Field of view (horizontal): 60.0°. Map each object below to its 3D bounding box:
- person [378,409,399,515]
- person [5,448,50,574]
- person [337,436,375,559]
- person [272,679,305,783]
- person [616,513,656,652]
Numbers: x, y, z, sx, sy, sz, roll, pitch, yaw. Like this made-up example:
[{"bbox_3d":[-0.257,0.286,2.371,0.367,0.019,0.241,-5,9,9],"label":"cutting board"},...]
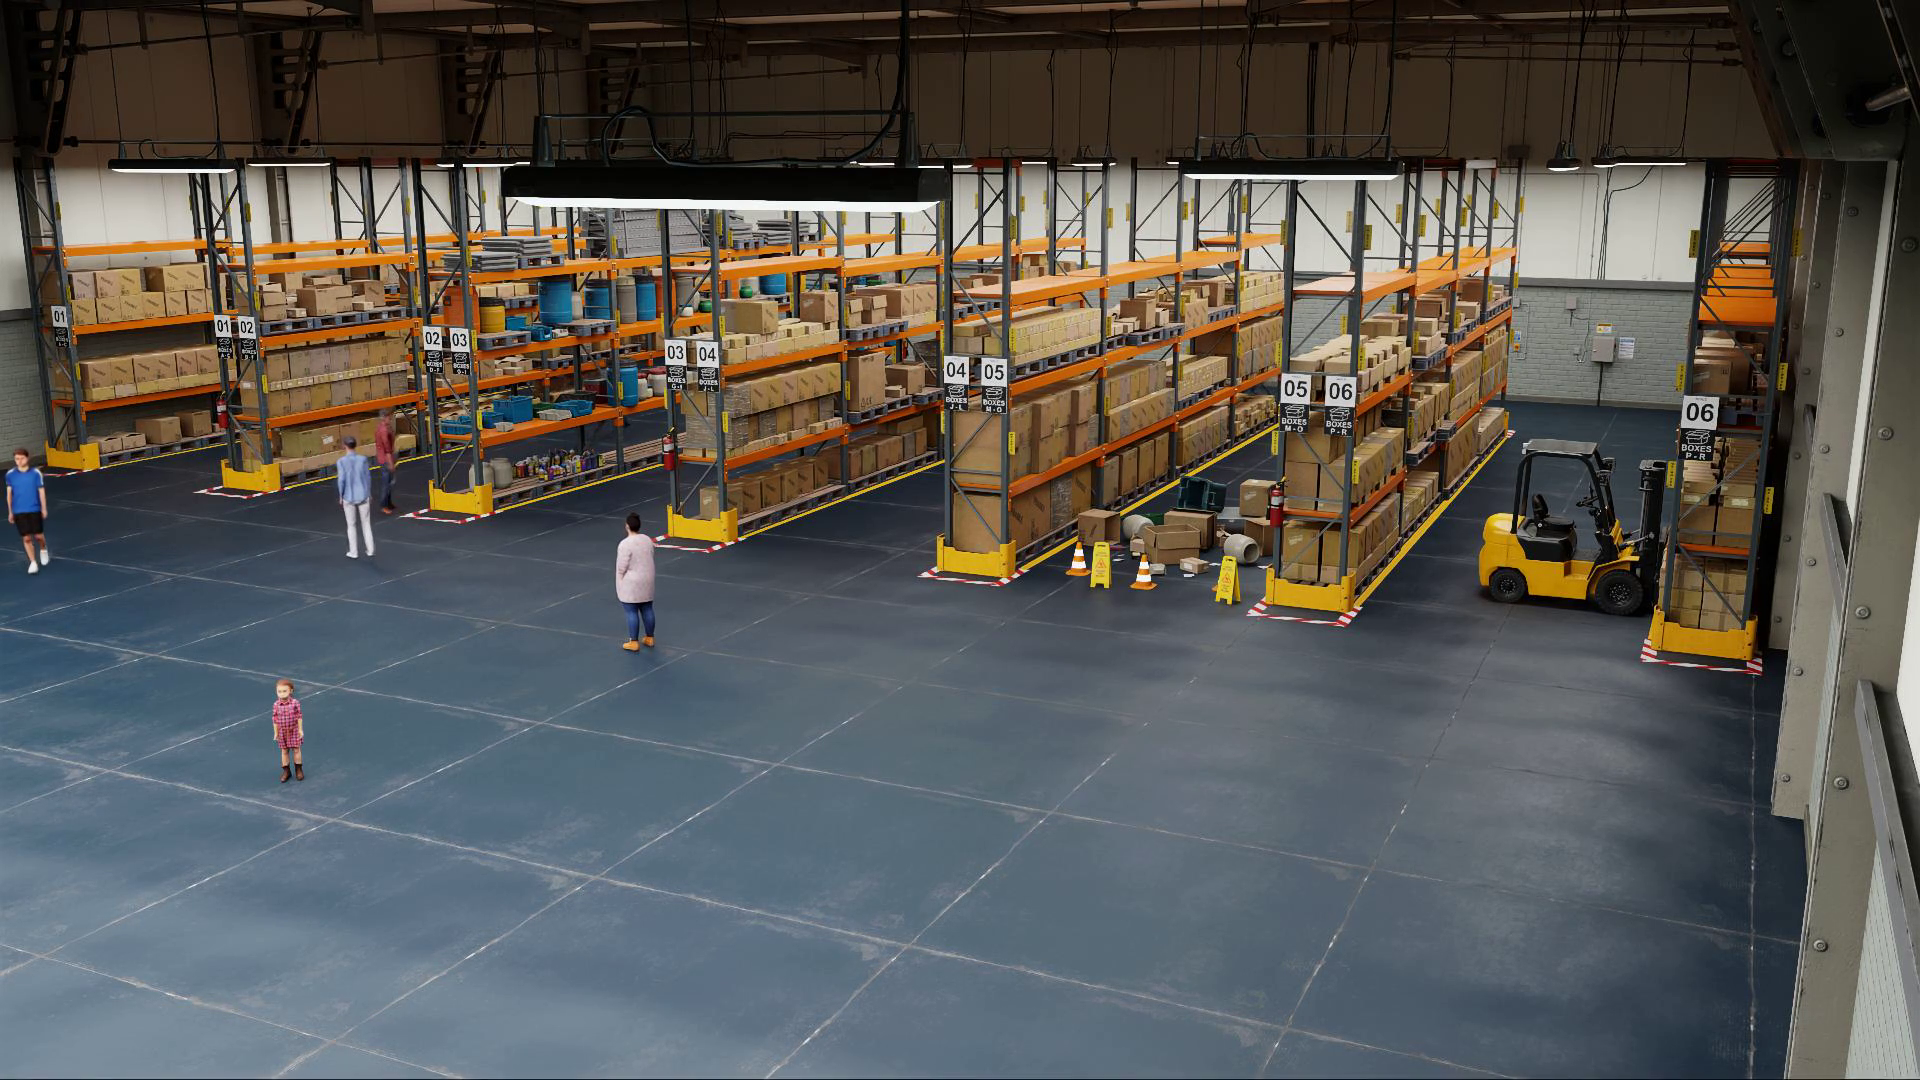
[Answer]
[{"bbox_3d":[-9.909,-1.383,28.731,0.910,1.807,0.863,-9,16,-35],"label":"person"},{"bbox_3d":[-13.772,-0.448,24.592,0.912,1.853,0.976,-4,14,-19],"label":"person"},{"bbox_3d":[-9.253,-0.665,25.455,0.684,1.887,0.799,-8,15,-32],"label":"person"},{"bbox_3d":[-6.632,1.866,16.442,0.503,1.021,0.556,-3,13,-15],"label":"person"},{"bbox_3d":[-4.029,0.502,20.732,0.828,1.743,0.682,12,18,42],"label":"person"}]
